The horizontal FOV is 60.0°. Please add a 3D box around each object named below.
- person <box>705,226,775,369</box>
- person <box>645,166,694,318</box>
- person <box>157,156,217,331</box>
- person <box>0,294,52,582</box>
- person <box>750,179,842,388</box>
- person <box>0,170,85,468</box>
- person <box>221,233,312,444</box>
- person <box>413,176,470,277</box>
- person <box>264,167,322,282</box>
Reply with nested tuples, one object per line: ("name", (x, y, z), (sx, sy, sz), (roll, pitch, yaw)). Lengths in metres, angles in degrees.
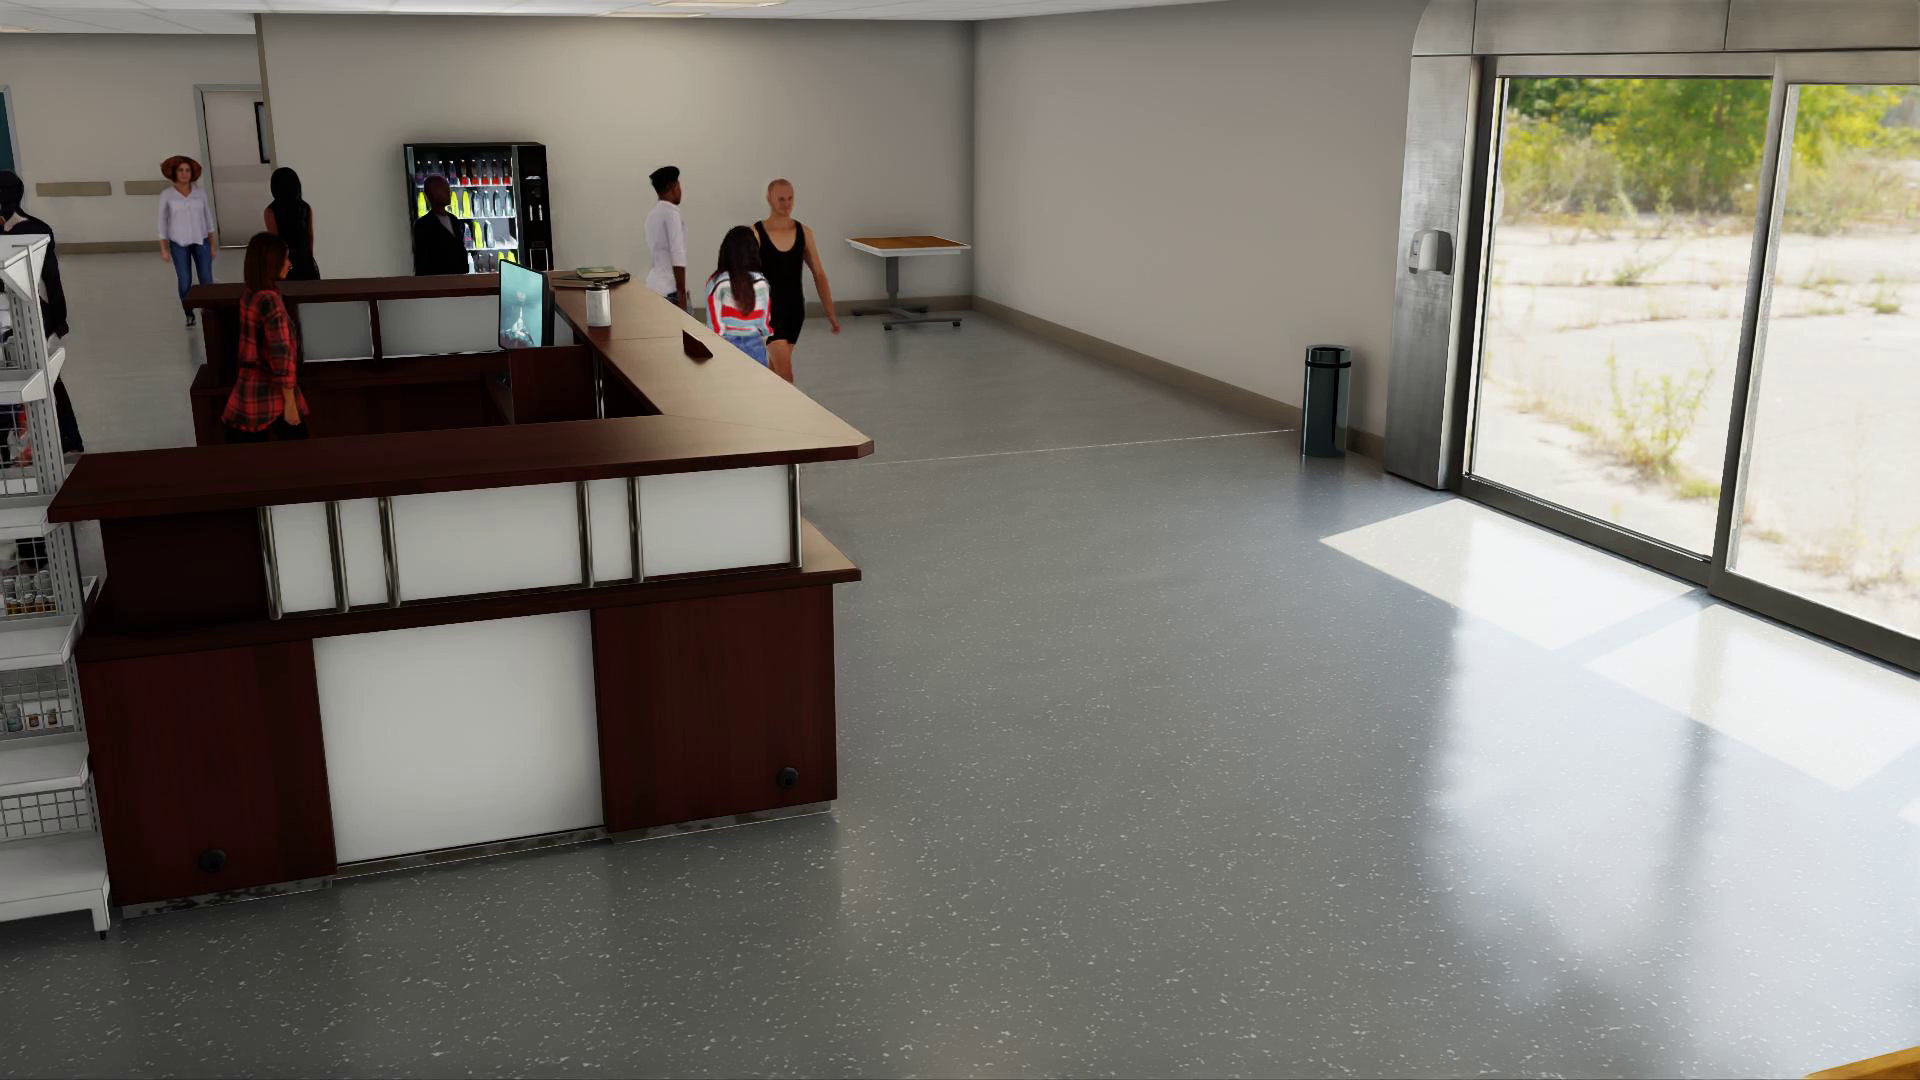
("person", (-1.284, -1.060, 9.962), (0.533, 1.599, 0.698), (-11, 19, -35))
("person", (-2.278, -1.905, 12.617), (0.928, 1.787, 0.767), (-8, 18, -27))
("person", (-7.617, -2.928, 16.422), (0.810, 1.690, 0.802), (-8, 18, -26))
("person", (-4.694, -0.617, 8.143), (0.790, 1.735, 0.765), (2, 16, 7))
("person", (-1.266, -1.519, 11.309), (1.189, 1.753, 0.969), (-12, 20, -37))
("person", (-5.972, -1.455, 10.865), (0.912, 1.871, 0.984), (10, 18, 31))
("person", (-3.561, -0.723, 8.631), (0.868, 1.673, 0.918), (-14, 21, -41))
("person", (-3.892, -1.787, 12.314), (1.252, 1.724, 1.110), (5, 16, 16))
("person", (-5.458, -2.173, 13.653), (0.738, 1.740, 0.656), (9, 18, 30))
